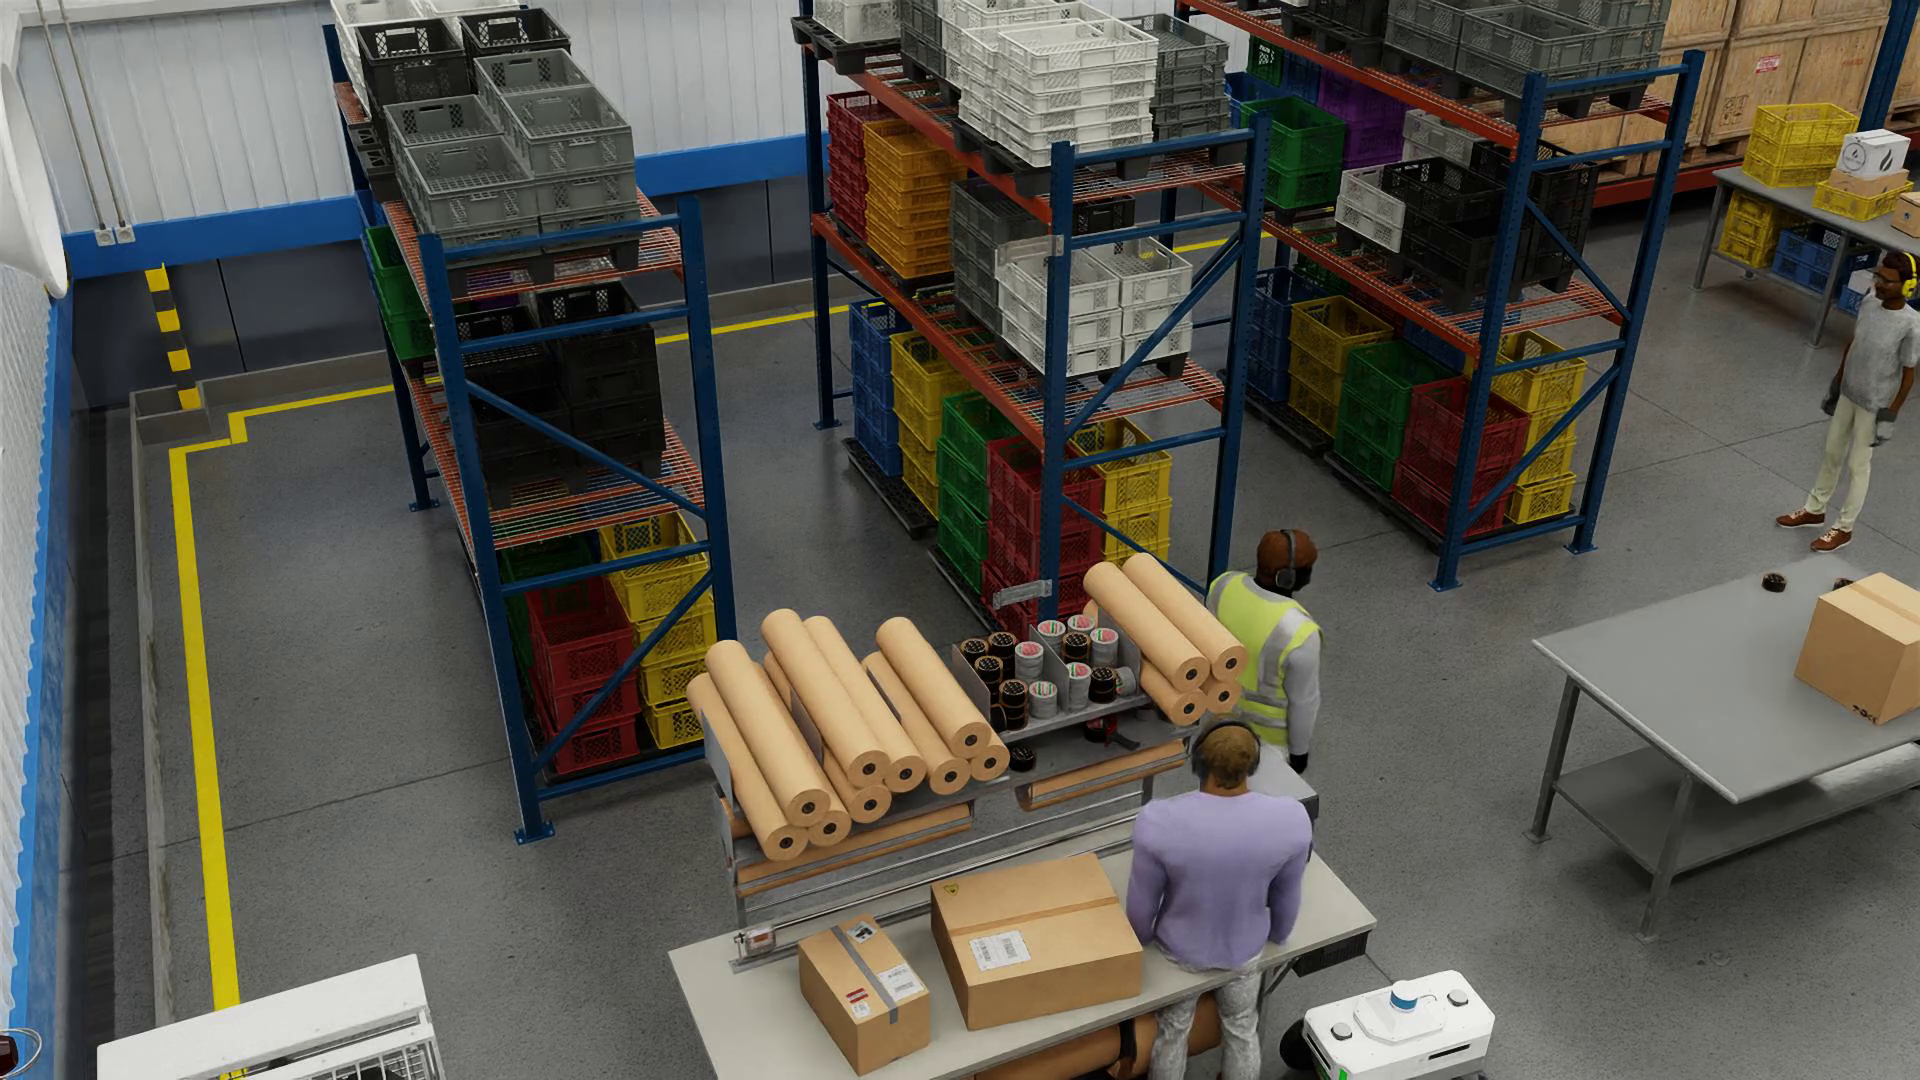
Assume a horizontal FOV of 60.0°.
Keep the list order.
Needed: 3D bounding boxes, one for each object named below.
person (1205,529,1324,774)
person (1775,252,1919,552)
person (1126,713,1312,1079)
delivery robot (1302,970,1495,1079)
[{"bbox_3d":[1.310,0.759,7.230,0.430,1.838,0.624,-19,36,-28],"label":"person"},{"bbox_3d":[5.276,-0.803,9.734,0.334,1.873,0.521,-7,32,-11],"label":"person"},{"bbox_3d":[0.904,1.443,6.033,0.628,1.931,0.366,-1,32,-2],"label":"person"},{"bbox_3d":[1.702,1.920,6.471,0.707,0.478,0.477,-10,33,-16],"label":"delivery robot"}]
